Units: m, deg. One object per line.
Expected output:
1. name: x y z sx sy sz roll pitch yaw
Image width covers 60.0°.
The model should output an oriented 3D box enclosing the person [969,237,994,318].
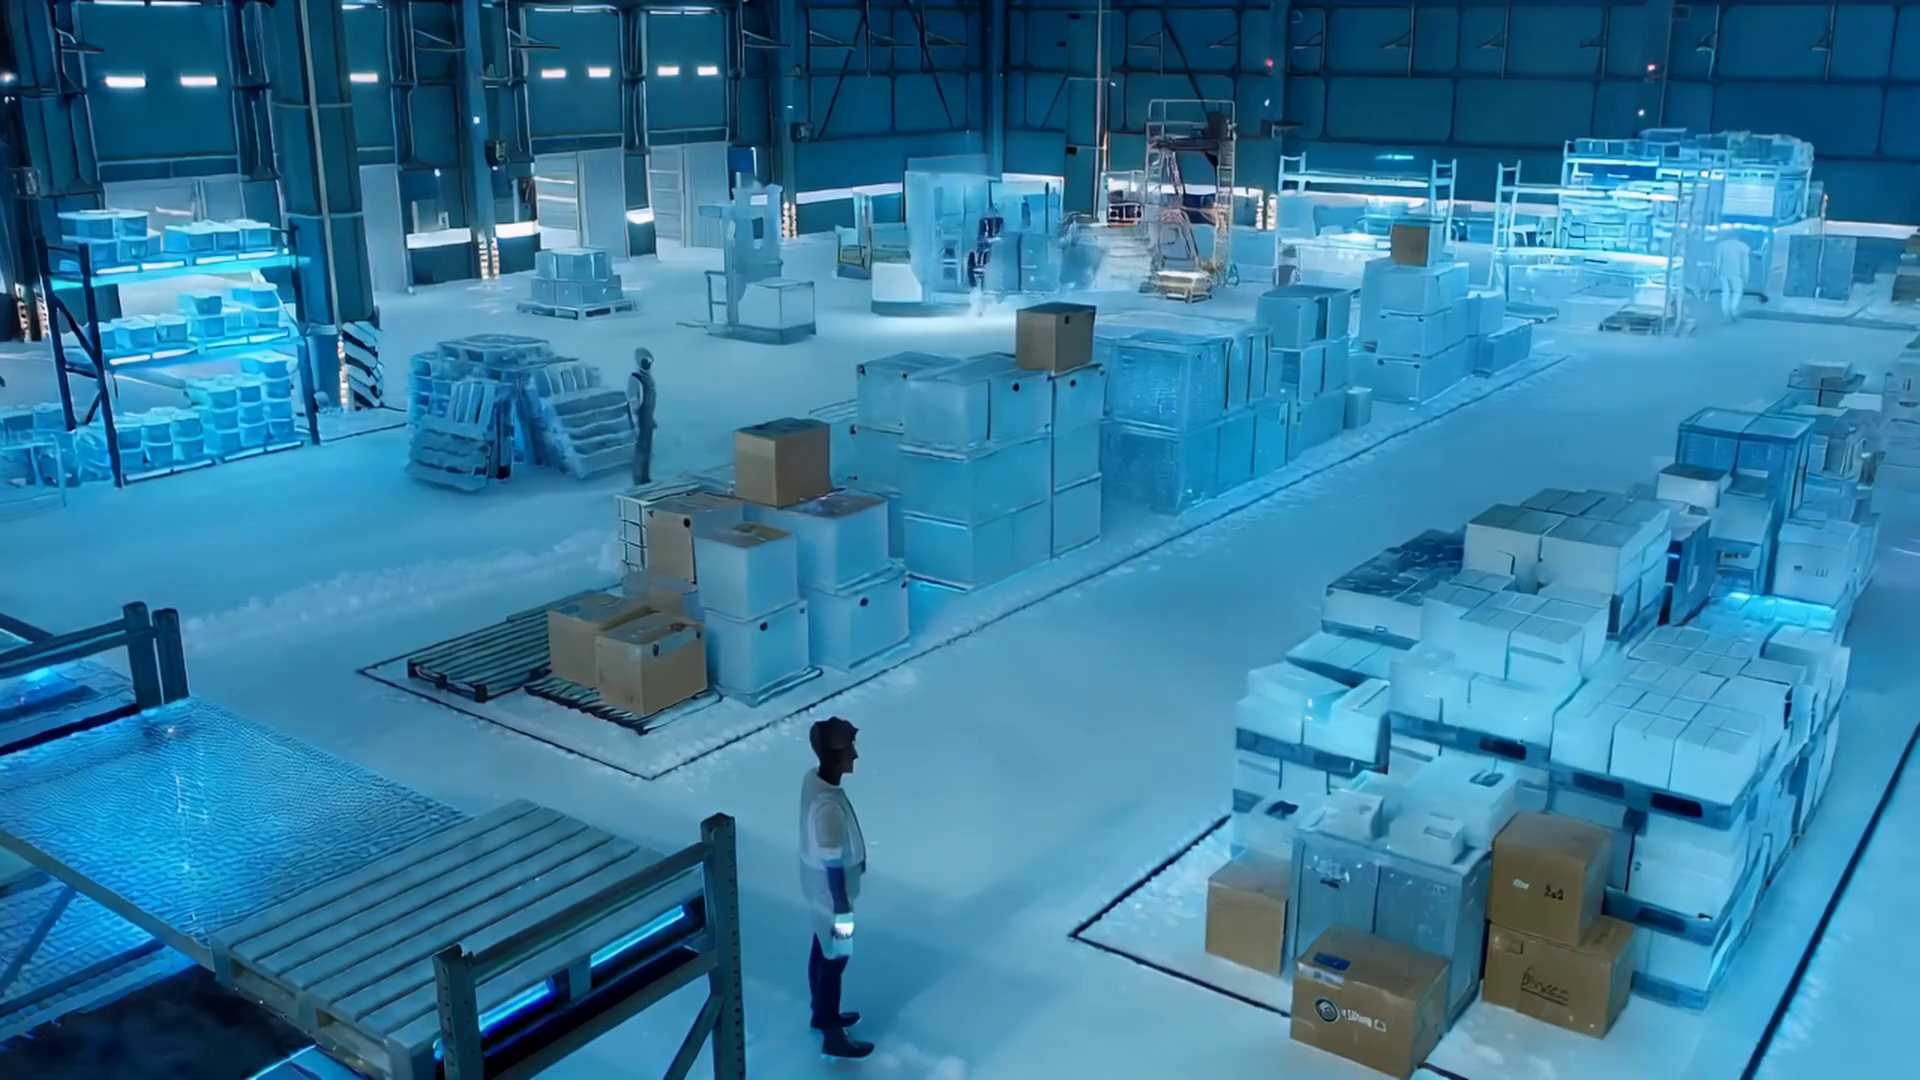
1. person: 0.458 -5.266 33.360 0.524 1.622 0.421 7 18 21

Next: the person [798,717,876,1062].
1. person: -0.691 1.890 9.078 0.368 1.963 0.603 -5 17 -15

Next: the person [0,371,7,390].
1. person: -13.353 -2.212 22.753 0.548 1.901 0.861 3 17 10

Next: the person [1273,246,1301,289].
1. person: 5.754 -4.204 29.321 0.561 1.921 0.413 14 22 39

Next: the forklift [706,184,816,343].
1. forklift: -3.717 -5.181 30.929 1.873 2.768 1.129 12 21 35

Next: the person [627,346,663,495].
1. person: -3.878 -1.461 20.375 0.325 1.843 0.517 4 17 13

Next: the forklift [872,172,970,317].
1. forklift: -0.798 -5.988 33.602 1.873 2.768 1.129 3 17 9

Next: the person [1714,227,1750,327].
1. person: 14.983 -5.113 32.343 0.660 1.917 0.449 11 20 32

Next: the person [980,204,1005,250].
1. person: 0.724 -6.673 37.640 0.574 1.855 0.931 -2 17 -5

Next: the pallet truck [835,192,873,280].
1. pallet truck: -1.936 -7.159 38.982 1.885 1.965 0.823 -12 21 -34
